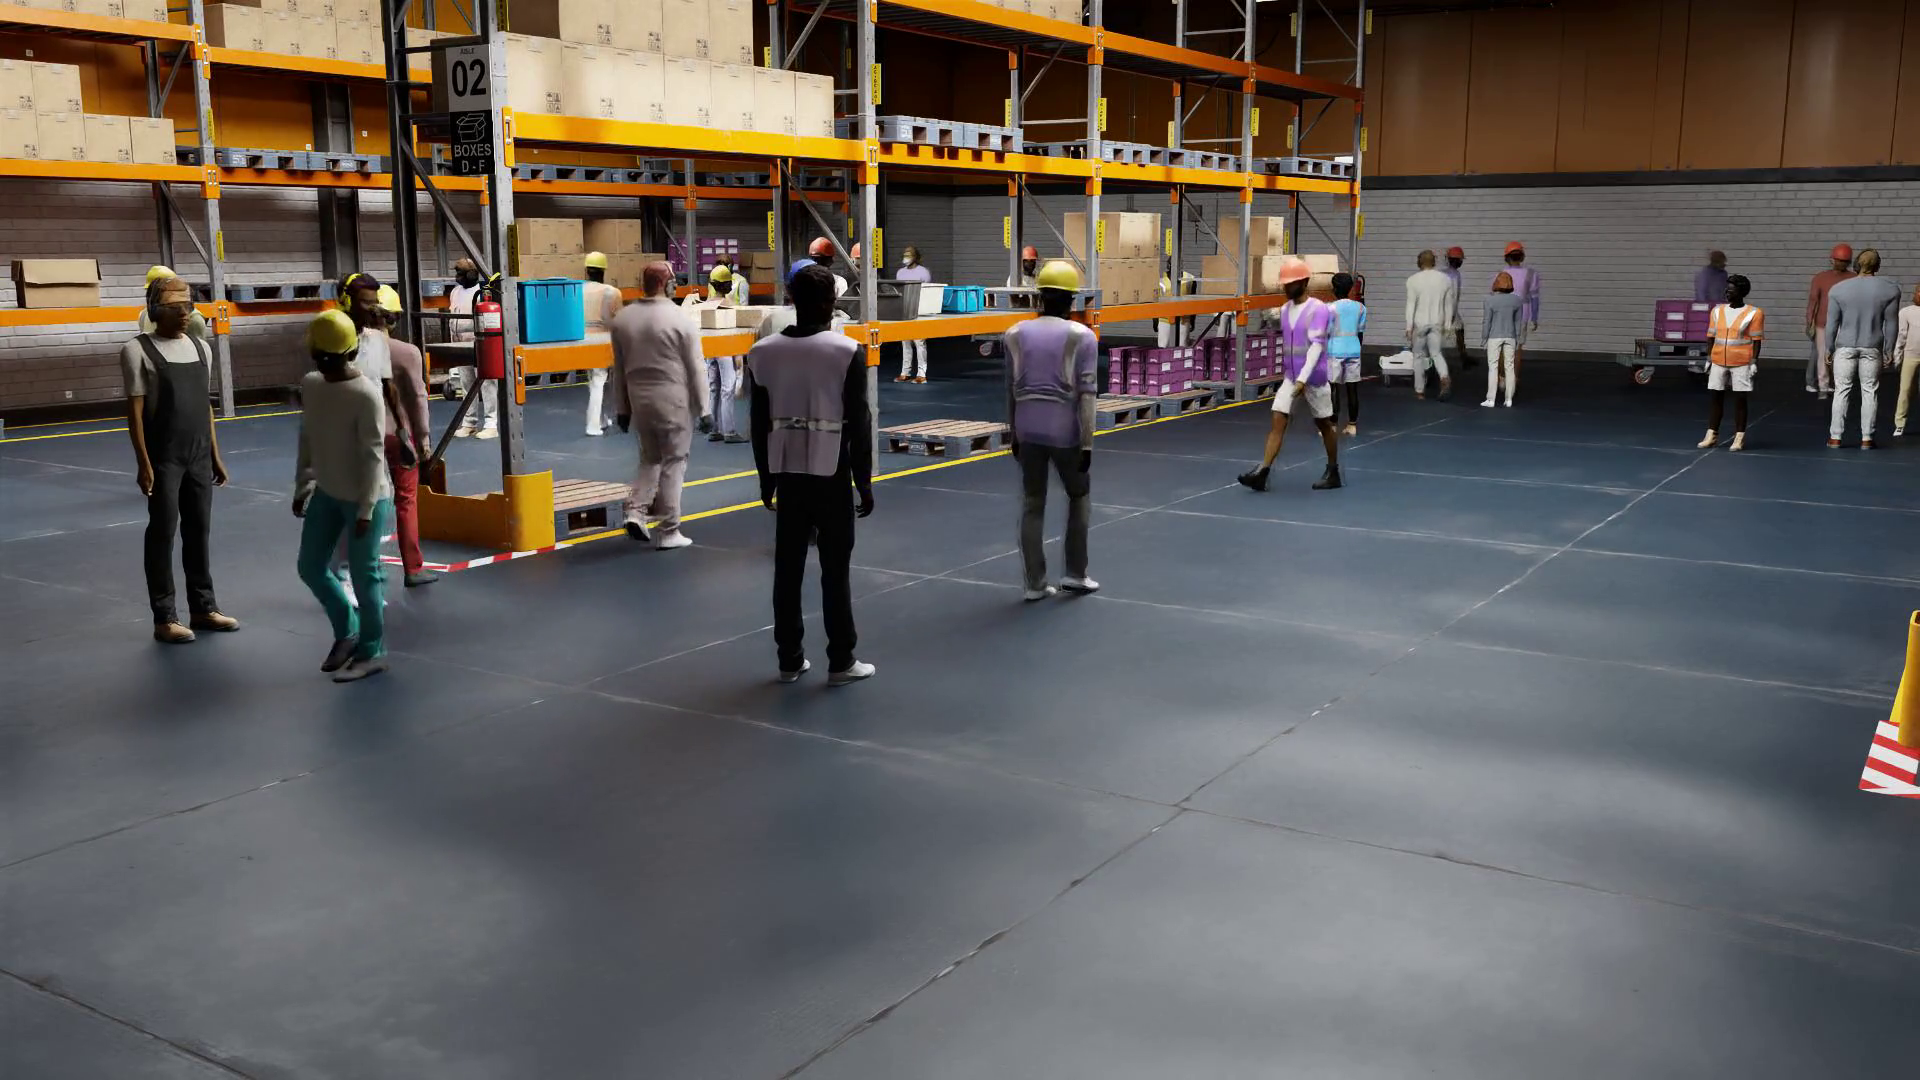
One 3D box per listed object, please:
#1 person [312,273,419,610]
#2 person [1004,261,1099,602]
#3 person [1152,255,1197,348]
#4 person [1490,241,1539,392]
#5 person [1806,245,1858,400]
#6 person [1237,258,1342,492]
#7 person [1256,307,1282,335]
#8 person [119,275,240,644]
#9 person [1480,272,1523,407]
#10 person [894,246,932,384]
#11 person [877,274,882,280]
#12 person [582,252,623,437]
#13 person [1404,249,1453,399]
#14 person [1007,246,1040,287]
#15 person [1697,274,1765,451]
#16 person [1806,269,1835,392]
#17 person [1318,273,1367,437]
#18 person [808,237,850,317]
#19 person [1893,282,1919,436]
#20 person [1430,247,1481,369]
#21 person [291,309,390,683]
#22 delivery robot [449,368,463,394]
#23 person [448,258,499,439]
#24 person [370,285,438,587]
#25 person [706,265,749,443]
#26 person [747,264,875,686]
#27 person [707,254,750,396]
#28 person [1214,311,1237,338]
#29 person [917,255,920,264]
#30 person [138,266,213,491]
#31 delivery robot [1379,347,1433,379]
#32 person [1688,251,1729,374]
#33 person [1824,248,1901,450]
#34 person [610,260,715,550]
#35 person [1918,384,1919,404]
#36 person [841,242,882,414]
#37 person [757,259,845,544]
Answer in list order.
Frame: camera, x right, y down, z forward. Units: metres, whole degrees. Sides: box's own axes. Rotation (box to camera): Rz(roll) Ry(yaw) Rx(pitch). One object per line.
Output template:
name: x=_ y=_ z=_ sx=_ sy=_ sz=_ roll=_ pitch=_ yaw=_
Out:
person: x=-3.270 y=-0.528 z=9.106 sx=0.469 sy=1.845 sz=0.506 roll=4 pitch=11 yaw=22
person: x=0.540 y=-0.612 z=9.414 sx=0.589 sy=1.905 sz=0.650 roll=5 pitch=11 yaw=25
person: x=2.974 y=-3.052 z=23.122 sx=0.621 sy=1.837 sz=0.429 roll=0 pitch=10 yaw=2
person: x=7.348 y=-2.954 z=22.105 sx=0.612 sy=2.010 sz=0.877 roll=4 pitch=11 yaw=21
person: x=10.939 y=-2.699 z=20.829 sx=0.627 sy=1.943 sz=0.965 roll=5 pitch=12 yaw=27
person: x=2.712 y=-1.307 z=13.333 sx=1.040 sy=1.865 sz=0.552 roll=-7 pitch=13 yaw=-35
person: x=4.604 y=-3.288 z=25.070 sx=0.859 sy=1.585 sz=0.533 roll=-3 pitch=11 yaw=-15
person: x=-3.962 y=-0.411 z=8.450 sx=0.346 sy=1.846 sz=0.506 roll=5 pitch=11 yaw=24
person: x=6.578 y=-2.430 z=20.222 sx=0.500 sy=1.633 sz=0.281 roll=-1 pitch=10 yaw=-6
person: x=-0.679 y=-3.174 z=23.497 sx=0.636 sy=1.939 sz=0.363 roll=8 pitch=13 yaw=38
person: x=-1.569 y=-3.842 z=27.586 sx=0.592 sy=1.804 sz=0.808 roll=4 pitch=11 yaw=21
person: x=-3.749 y=-2.050 z=17.393 sx=0.607 sy=1.884 sz=0.907 roll=2 pitch=10 yaw=10
person: x=5.919 y=-2.696 z=20.952 sx=0.652 sy=1.904 sz=0.849 roll=-1 pitch=10 yaw=-5
person: x=0.861 y=-2.754 z=21.162 sx=0.542 sy=1.943 sz=0.348 roll=-4 pitch=11 yaw=-23
person: x=7.432 y=-1.702 z=16.010 sx=0.322 sy=1.698 sz=0.533 roll=-9 pitch=13 yaw=-40
person: x=11.562 y=-2.786 z=22.196 sx=0.507 sy=1.631 sz=0.266 roll=-2 pitch=10 yaw=-10
person: x=3.910 y=-1.888 z=17.057 sx=0.532 sy=1.693 sz=0.319 roll=-4 pitch=11 yaw=-23
person: x=-1.363 y=-1.986 z=16.618 sx=0.607 sy=2.048 sz=0.370 roll=4 pitch=11 yaw=21
person: x=9.882 y=-1.860 z=17.102 sx=0.496 sy=1.626 sz=0.284 roll=4 pitch=11 yaw=23
person: x=7.794 y=-3.617 z=26.050 sx=0.902 sy=1.900 sz=0.575 roll=-2 pitch=10 yaw=-10
person: x=-2.778 y=-0.179 z=7.511 sx=0.557 sy=1.720 sz=0.449 roll=5 pitch=11 yaw=25
delivery robot: x=-6.207 y=-2.102 z=21.136 sx=0.477 sy=0.478 sz=0.707 roll=1 pitch=10 yaw=6
person: x=-4.983 y=-1.953 z=17.013 sx=0.632 sy=1.839 sz=0.429 roll=6 pitch=12 yaw=30
person: x=-3.349 y=-0.603 z=9.737 sx=0.533 sy=1.765 sz=0.326 roll=1 pitch=10 yaw=7
person: x=-2.362 y=-1.848 z=16.624 sx=0.522 sy=1.772 sz=0.303 roll=10 pitch=14 yaw=44
person: x=-0.673 y=-0.285 z=7.565 sx=0.587 sy=1.914 sz=0.390 roll=4 pitch=11 yaw=20
person: x=-3.053 y=-2.803 z=21.714 sx=0.626 sy=1.844 sz=0.429 roll=5 pitch=11 yaw=25
person: x=4.033 y=-3.380 z=24.822 sx=0.571 sy=1.879 sz=0.352 roll=-3 pitch=11 yaw=-15
person: x=-0.798 y=-4.422 z=30.794 sx=0.527 sy=1.817 sz=0.992 roll=2 pitch=10 yaw=10
person: x=-6.243 y=-1.254 z=13.199 sx=0.591 sy=1.823 sz=0.405 roll=3 pitch=11 yaw=14
delivery robot: x=6.143 y=-2.421 z=22.904 sx=0.707 sy=0.478 sz=0.477 roll=3 pitch=11 yaw=18
person: x=11.323 y=-3.413 z=25.071 sx=0.672 sy=1.850 sz=0.763 roll=-5 pitch=11 yaw=-25
person: x=8.715 y=-1.840 z=16.108 sx=0.636 sy=1.940 sz=0.365 roll=5 pitch=11 yaw=27
person: x=-1.927 y=-0.870 z=10.865 sx=0.654 sy=1.893 sz=0.423 roll=5 pitch=11 yaw=27
person: x=12.111 y=-2.577 z=20.497 sx=0.600 sy=1.827 sz=0.404 roll=7 pitch=13 yaw=35
person: x=-1.141 y=-2.431 z=19.228 sx=0.612 sy=1.996 sz=0.388 roll=-10 pitch=14 yaw=-43
person: x=-0.976 y=-0.838 z=10.680 sx=0.592 sy=1.889 sz=0.970 roll=5 pitch=11 yaw=27
